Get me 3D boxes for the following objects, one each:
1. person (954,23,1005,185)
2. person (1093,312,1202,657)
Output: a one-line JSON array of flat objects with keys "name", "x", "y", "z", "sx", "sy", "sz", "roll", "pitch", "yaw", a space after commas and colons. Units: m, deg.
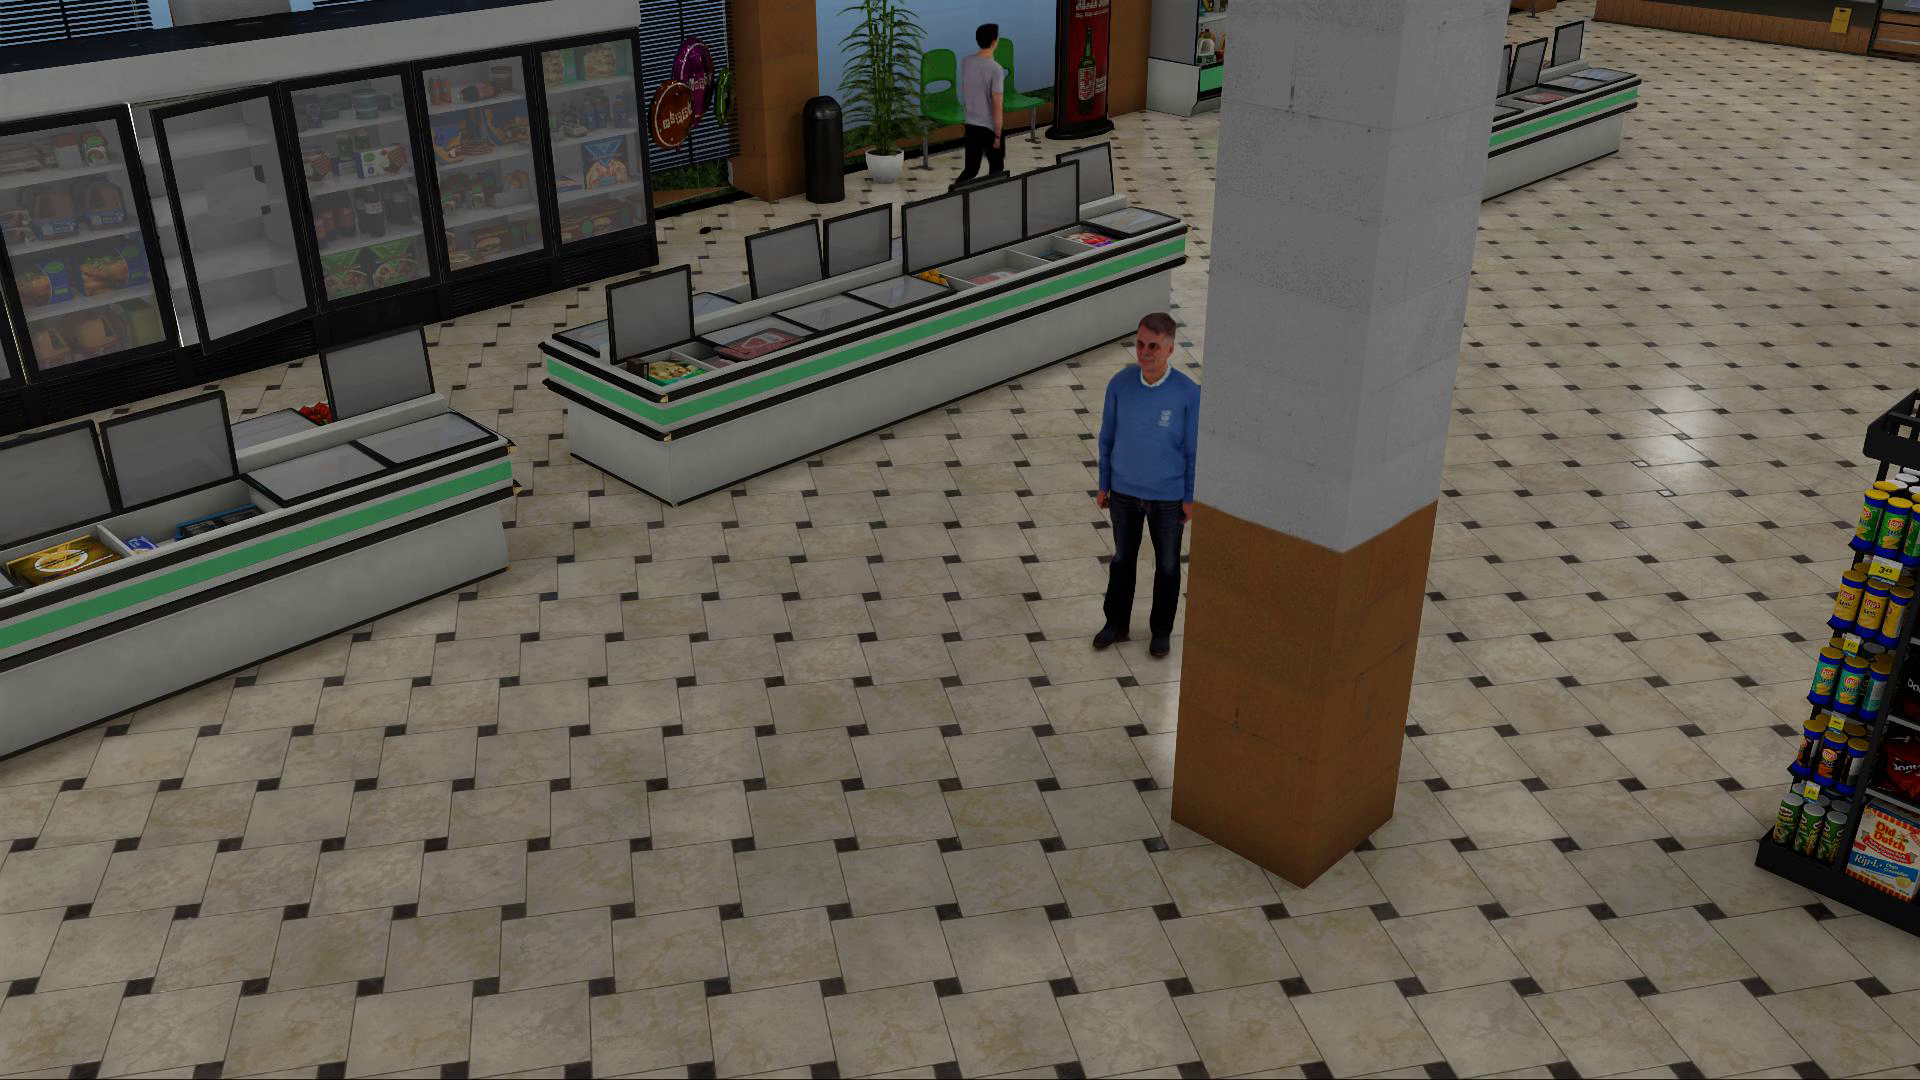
[{"name": "person", "x": 0.138, "y": -3.657, "z": 14.906, "sx": 0.736, "sy": 1.839, "sz": 1.112, "roll": 21, "pitch": 34, "yaw": 36}, {"name": "person", "x": 0.943, "y": -0.279, "z": 8.270, "sx": 0.737, "sy": 1.817, "sz": 0.708, "roll": 10, "pitch": 29, "yaw": 19}]
